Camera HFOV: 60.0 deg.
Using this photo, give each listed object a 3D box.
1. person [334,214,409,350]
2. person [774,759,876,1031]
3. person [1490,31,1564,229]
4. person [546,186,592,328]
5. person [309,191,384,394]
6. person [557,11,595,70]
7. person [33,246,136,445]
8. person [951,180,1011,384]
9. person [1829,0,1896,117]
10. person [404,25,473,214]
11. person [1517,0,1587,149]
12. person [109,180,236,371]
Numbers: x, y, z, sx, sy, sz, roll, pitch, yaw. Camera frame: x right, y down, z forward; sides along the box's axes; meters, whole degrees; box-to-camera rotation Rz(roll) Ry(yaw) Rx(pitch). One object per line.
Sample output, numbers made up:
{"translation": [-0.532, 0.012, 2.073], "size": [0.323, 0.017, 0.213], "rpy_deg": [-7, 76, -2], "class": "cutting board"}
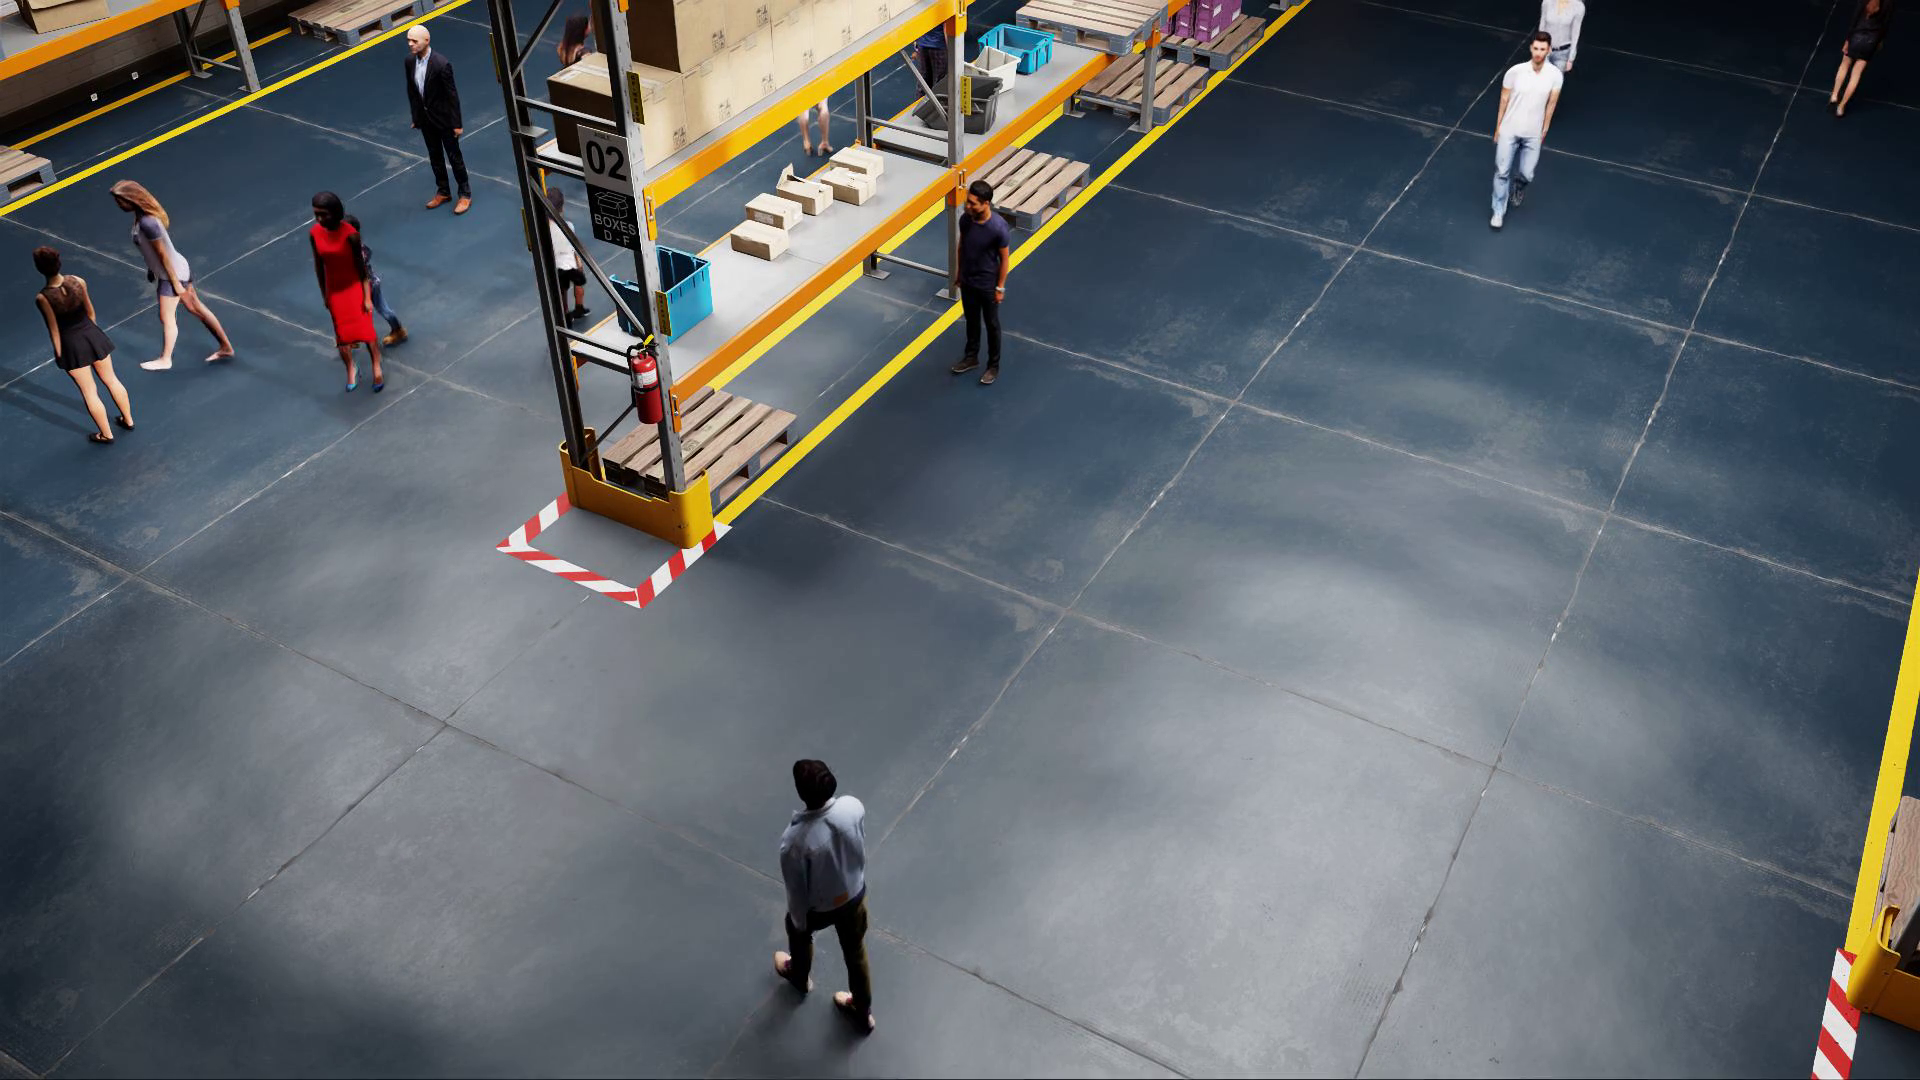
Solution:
{"translation": [-4.935, -2.159, 13.913], "size": [0.871, 1.229, 0.630], "rpy_deg": [-30, 47, -32], "class": "person"}
{"translation": [-0.616, 1.862, 8.431], "size": [0.977, 1.787, 0.955], "rpy_deg": [-24, 44, -27], "class": "person"}
{"translation": [5.255, -3.859, 15.547], "size": [0.780, 1.847, 0.962], "rpy_deg": [12, 40, 15], "class": "person"}
{"translation": [-3.398, -2.371, 14.164], "size": [0.572, 1.247, 0.603], "rpy_deg": [7, 39, 8], "class": "person"}
{"translation": [-4.852, -1.984, 13.284], "size": [0.643, 1.741, 0.648], "rpy_deg": [2, 39, 3], "class": "person"}
{"translation": [-3.713, -4.233, 16.133], "size": [0.694, 1.700, 0.696], "rpy_deg": [28, 46, 30], "class": "person"}
{"translation": [-6.741, -1.501, 12.731], "size": [0.635, 1.675, 0.489], "rpy_deg": [18, 42, 21], "class": "person"}
{"translation": [0.180, -2.100, 13.394], "size": [0.680, 1.784, 0.573], "rpy_deg": [27, 46, 29], "class": "person"}
{"translation": [9.504, -5.216, 17.496], "size": [0.535, 1.535, 0.766], "rpy_deg": [20, 43, 23], "class": "person"}
{"translation": [-4.958, -4.002, 15.764], "size": [0.726, 1.800, 0.635], "rpy_deg": [13, 40, 16], "class": "person"}
{"translation": [6.096, -4.944, 16.984], "size": [0.672, 1.749, 1.165], "rpy_deg": [24, 44, 27], "class": "person"}
{"translation": [-6.328, -2.170, 13.571], "size": [1.064, 1.672, 0.960], "rpy_deg": [-16, 41, -19], "class": "person"}
